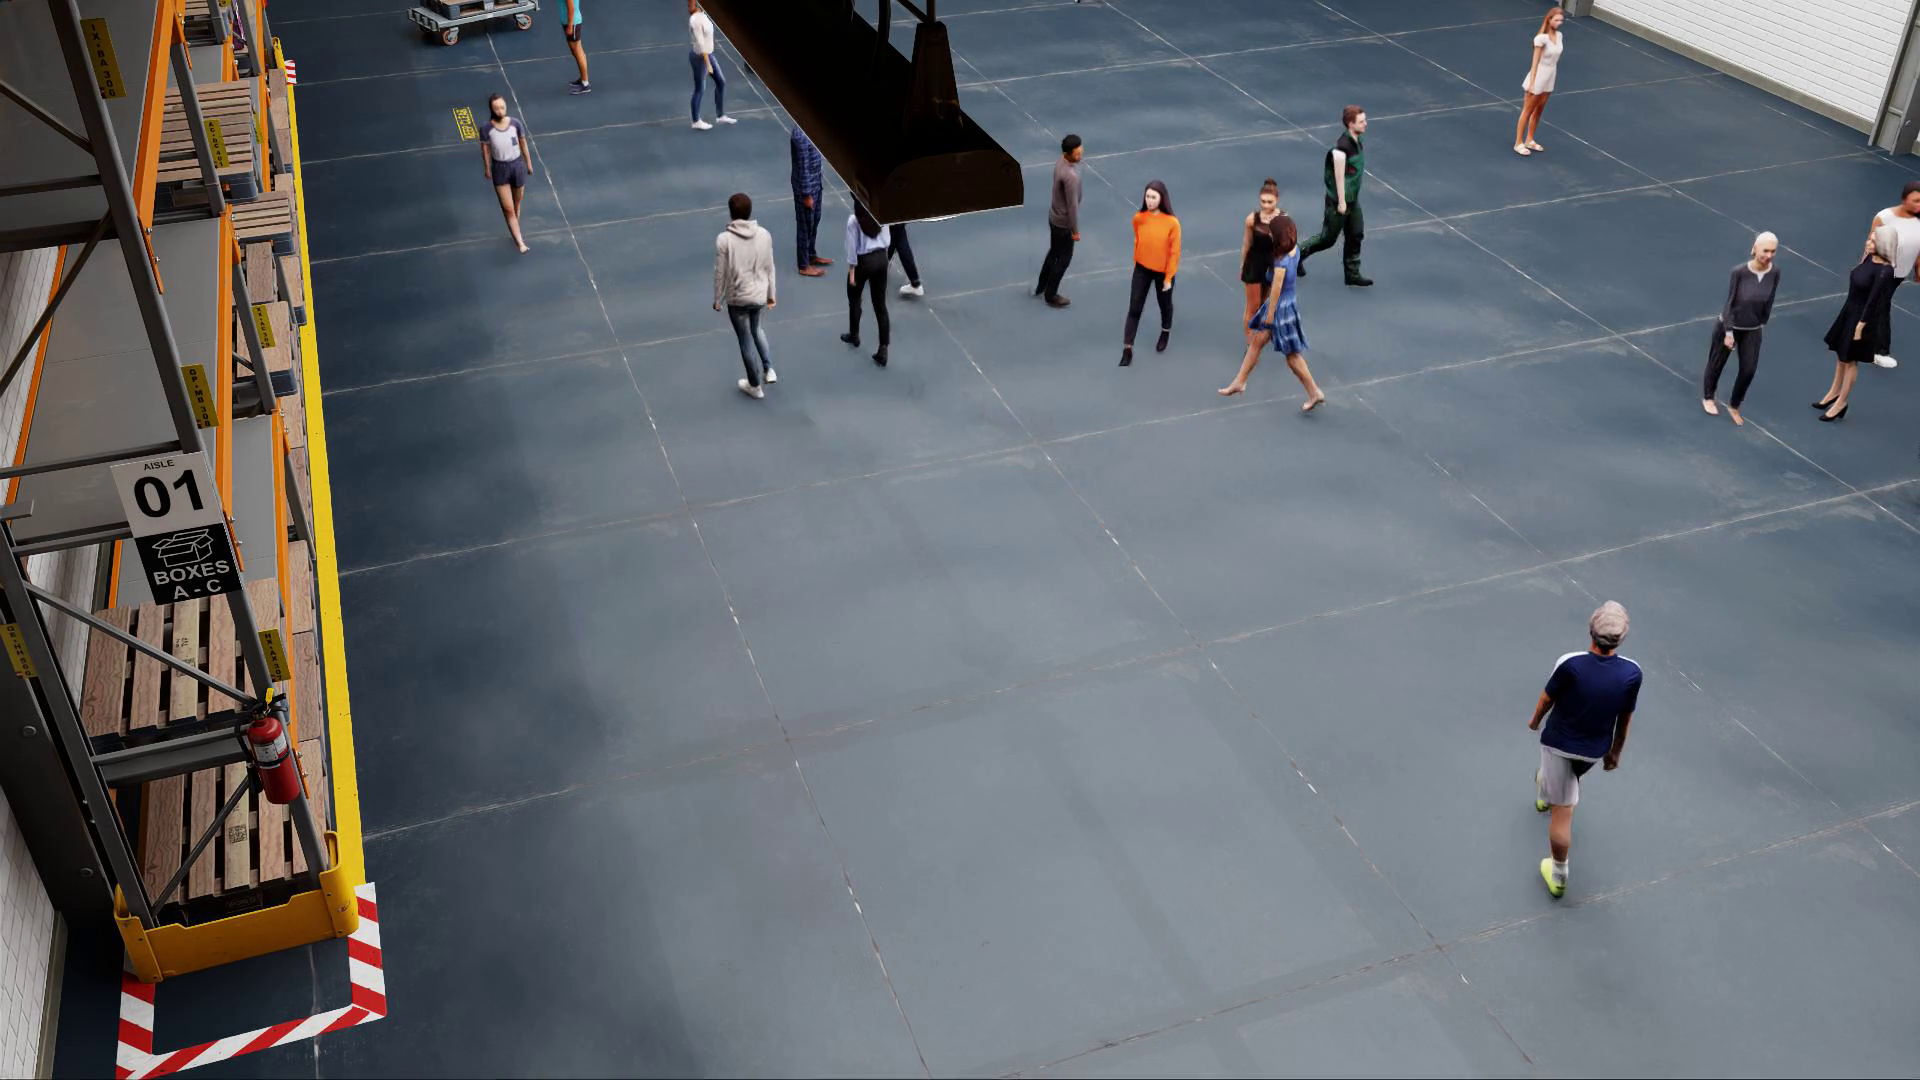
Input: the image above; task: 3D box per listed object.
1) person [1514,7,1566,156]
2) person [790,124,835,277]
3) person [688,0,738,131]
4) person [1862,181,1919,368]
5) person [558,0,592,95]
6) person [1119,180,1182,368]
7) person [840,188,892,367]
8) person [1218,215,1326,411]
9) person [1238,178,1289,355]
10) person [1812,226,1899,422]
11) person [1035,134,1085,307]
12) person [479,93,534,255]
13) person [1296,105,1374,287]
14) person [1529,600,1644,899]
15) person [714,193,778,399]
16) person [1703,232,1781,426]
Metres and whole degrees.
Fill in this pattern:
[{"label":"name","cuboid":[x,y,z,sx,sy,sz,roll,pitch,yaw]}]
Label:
[{"label":"person","cuboid":[6.787,-5.383,19.439,0.611,1.695,0.616,-19,38,-26]},{"label":"person","cuboid":[-1.522,-3.542,16.558,0.816,1.818,0.717,6,34,9]},{"label":"person","cuboid":[-3.189,-5.771,20.016,0.870,1.703,0.838,6,34,9]},{"label":"person","cuboid":[8.401,-2.470,15.099,0.698,1.648,1.093,-9,35,-13]},{"label":"person","cuboid":[-4.945,-6.613,21.218,0.709,1.773,0.495,-6,34,-9]},{"label":"person","cuboid":[1.801,-2.429,14.984,1.087,1.707,1.137,15,36,21]},{"label":"person","cuboid":[-0.762,-2.373,14.892,0.871,1.715,1.037,-24,41,-32]},{"label":"person","cuboid":[2.793,-1.850,14.073,1.160,1.751,1.192,10,35,14]},{"label":"person","cuboid":[2.769,-2.516,15.152,0.793,1.665,0.973,3,34,5]},{"label":"person","cuboid":[7.582,-1.835,14.057,0.760,1.744,0.649,4,34,5]},{"label":"person","cuboid":[0.931,-3.067,15.924,0.647,1.729,0.904,25,41,32]},{"label":"person","cuboid":[-4.677,-3.790,17.116,0.738,1.613,1.042,-19,38,-26]},{"label":"person","cuboid":[3.662,-3.344,16.265,1.203,1.813,1.073,19,38,26]},{"label":"person","cuboid":[3.510,1.230,9.420,0.906,1.773,1.255,-1,34,-1]},{"label":"person","cuboid":[-1.782,-2.043,14.286,0.783,1.837,0.811,-24,41,-32]},{"label":"person","cuboid":[6.598,-1.869,14.139,0.738,1.708,0.810,3,34,4]}]
